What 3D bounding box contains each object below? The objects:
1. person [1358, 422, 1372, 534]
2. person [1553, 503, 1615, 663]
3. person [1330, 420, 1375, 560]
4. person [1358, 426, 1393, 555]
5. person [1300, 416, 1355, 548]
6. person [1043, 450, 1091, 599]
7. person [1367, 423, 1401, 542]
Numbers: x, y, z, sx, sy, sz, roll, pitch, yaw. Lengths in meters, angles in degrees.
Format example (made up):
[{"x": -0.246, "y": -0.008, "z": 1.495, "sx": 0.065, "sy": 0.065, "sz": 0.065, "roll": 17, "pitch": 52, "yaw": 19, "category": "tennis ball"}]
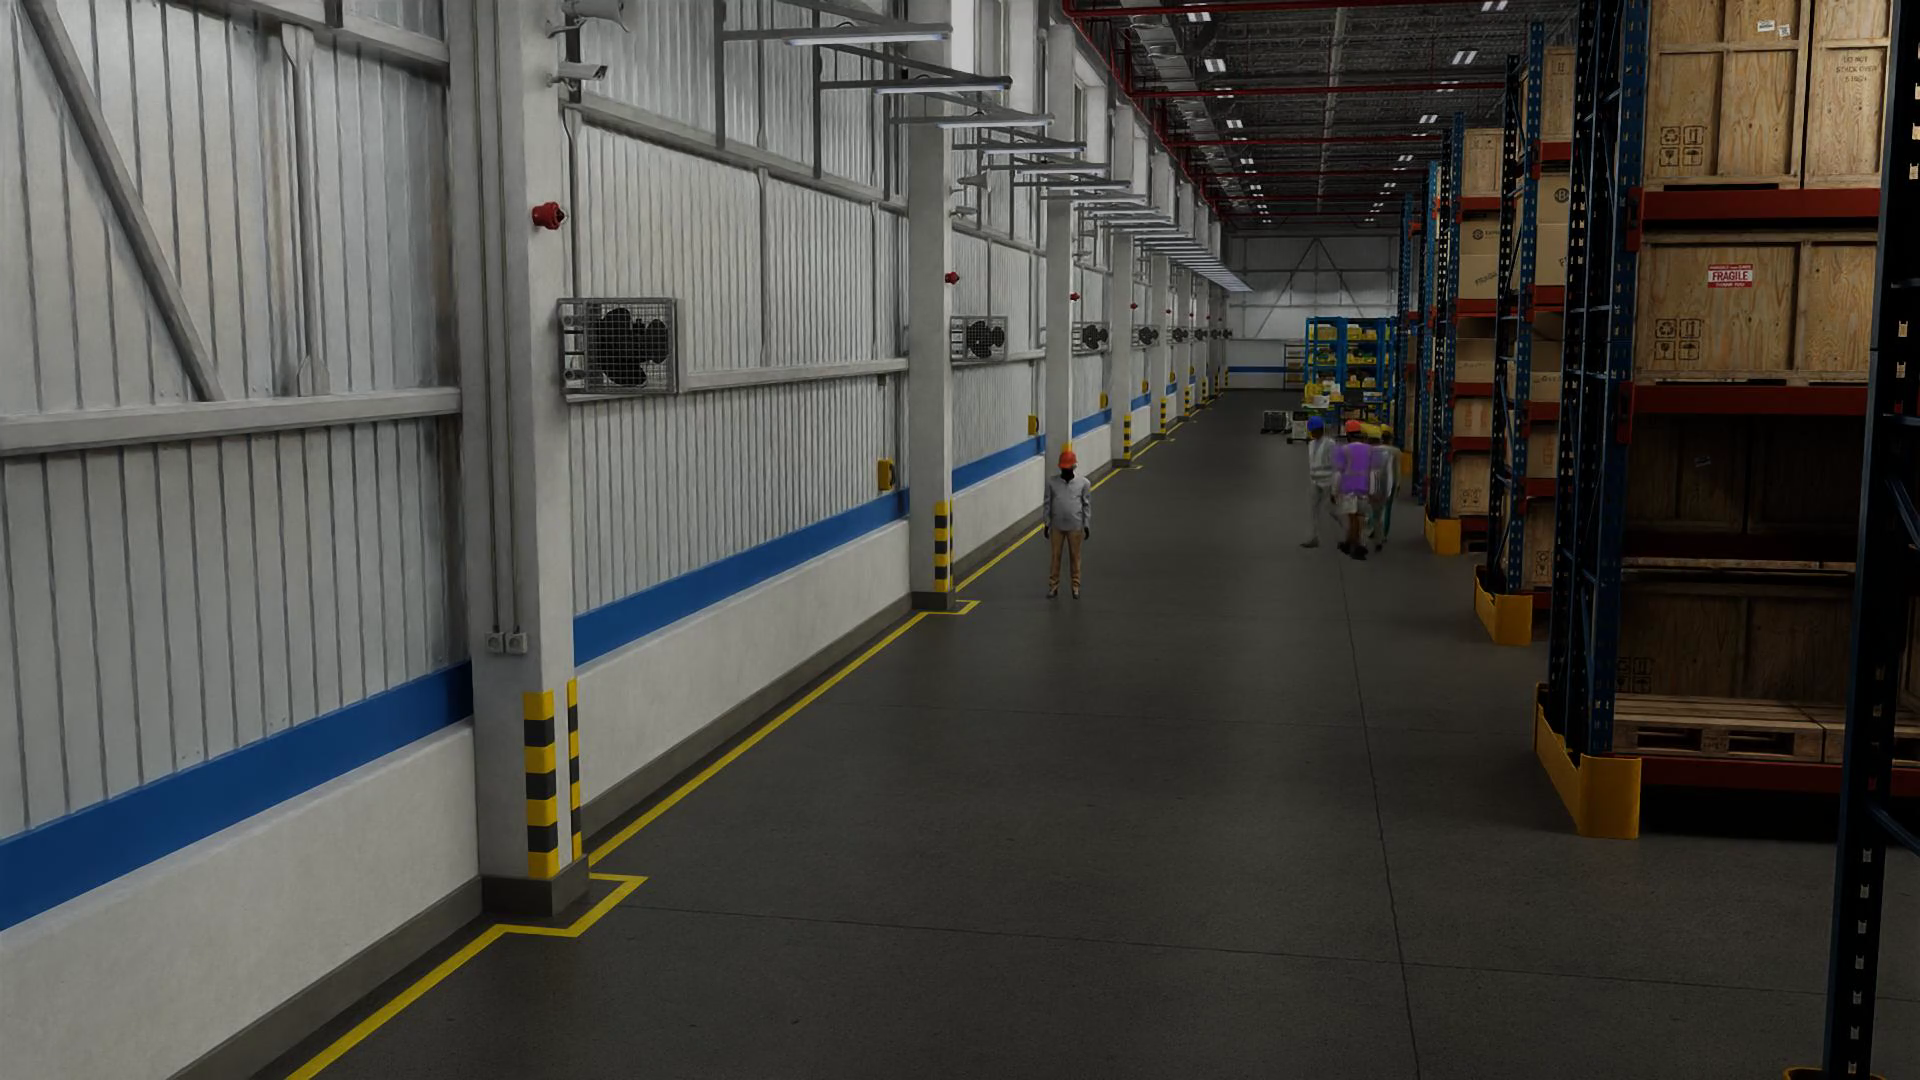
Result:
[{"x": 6.241, "y": -0.946, "z": 25.541, "sx": 0.491, "sy": 1.732, "sz": 0.476, "roll": 5, "pitch": 9, "yaw": 36, "category": "person"}, {"x": 4.897, "y": 0.530, "z": 13.081, "sx": 0.417, "sy": 1.883, "sz": 0.678, "roll": 1, "pitch": 7, "yaw": 6, "category": "person"}, {"x": 5.362, "y": -0.702, "z": 22.893, "sx": 0.562, "sy": 1.895, "sz": 0.962, "roll": -2, "pitch": 7, "yaw": -16, "category": "person"}, {"x": 5.758, "y": -0.693, "z": 23.305, "sx": 0.596, "sy": 1.790, "sz": 0.919, "roll": 2, "pitch": 7, "yaw": 18, "category": "person"}, {"x": 5.318, "y": -0.836, "z": 23.977, "sx": 0.820, "sy": 1.908, "sz": 0.658, "roll": -3, "pitch": 8, "yaw": -26, "category": "person"}, {"x": 1.239, "y": -0.182, "z": 19.354, "sx": 0.562, "sy": 1.742, "sz": 0.337, "roll": 1, "pitch": 7, "yaw": 7, "category": "person"}, {"x": 6.267, "y": -0.847, "z": 24.671, "sx": 0.542, "sy": 1.755, "sz": 0.416, "roll": 1, "pitch": 7, "yaw": 10, "category": "person"}]
